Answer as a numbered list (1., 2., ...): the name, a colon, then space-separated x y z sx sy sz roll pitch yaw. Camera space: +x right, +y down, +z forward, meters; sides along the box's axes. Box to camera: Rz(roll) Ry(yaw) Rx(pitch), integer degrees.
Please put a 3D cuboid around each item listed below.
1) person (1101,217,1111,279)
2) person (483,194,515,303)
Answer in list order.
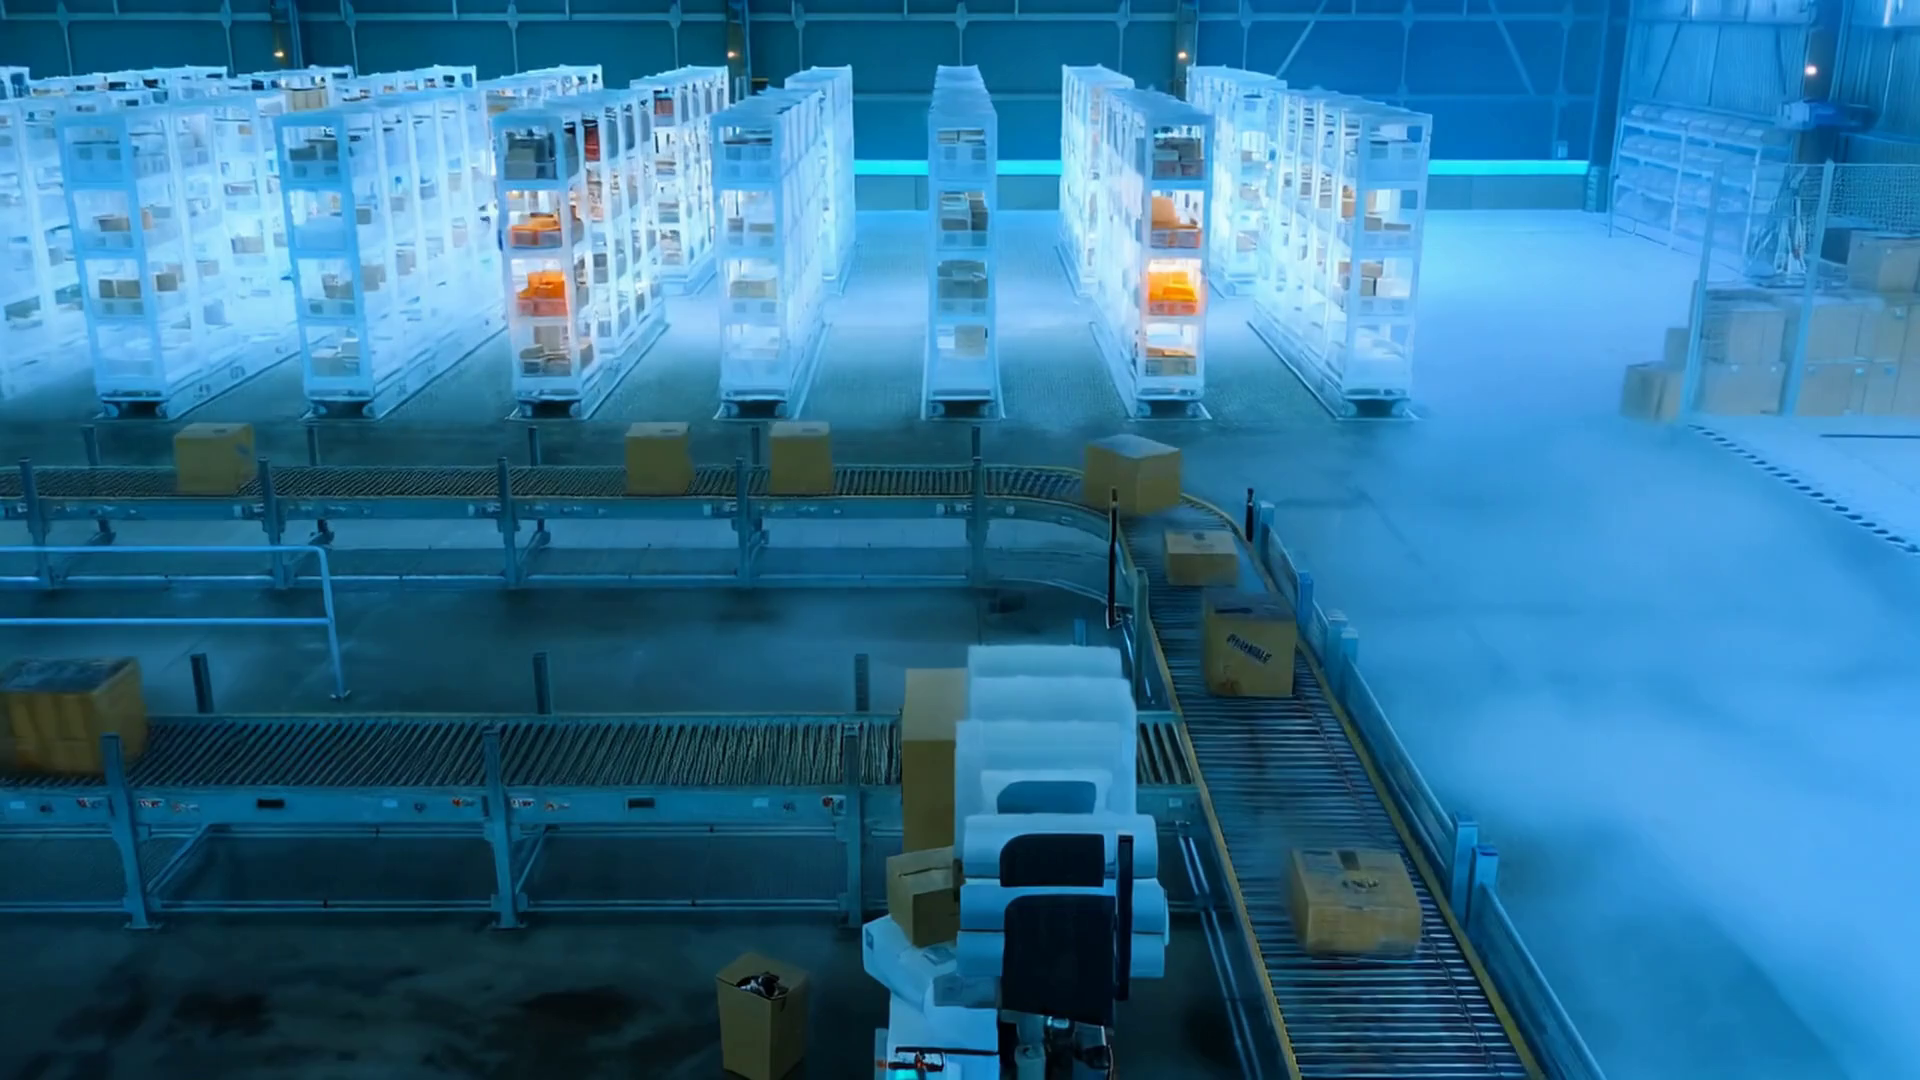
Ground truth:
1. person: 2.442 -4.489 26.503 0.389 1.837 0.560 -16 24 -40
2. person: -7.737 -4.820 27.564 0.806 1.811 0.585 -2 18 -5
